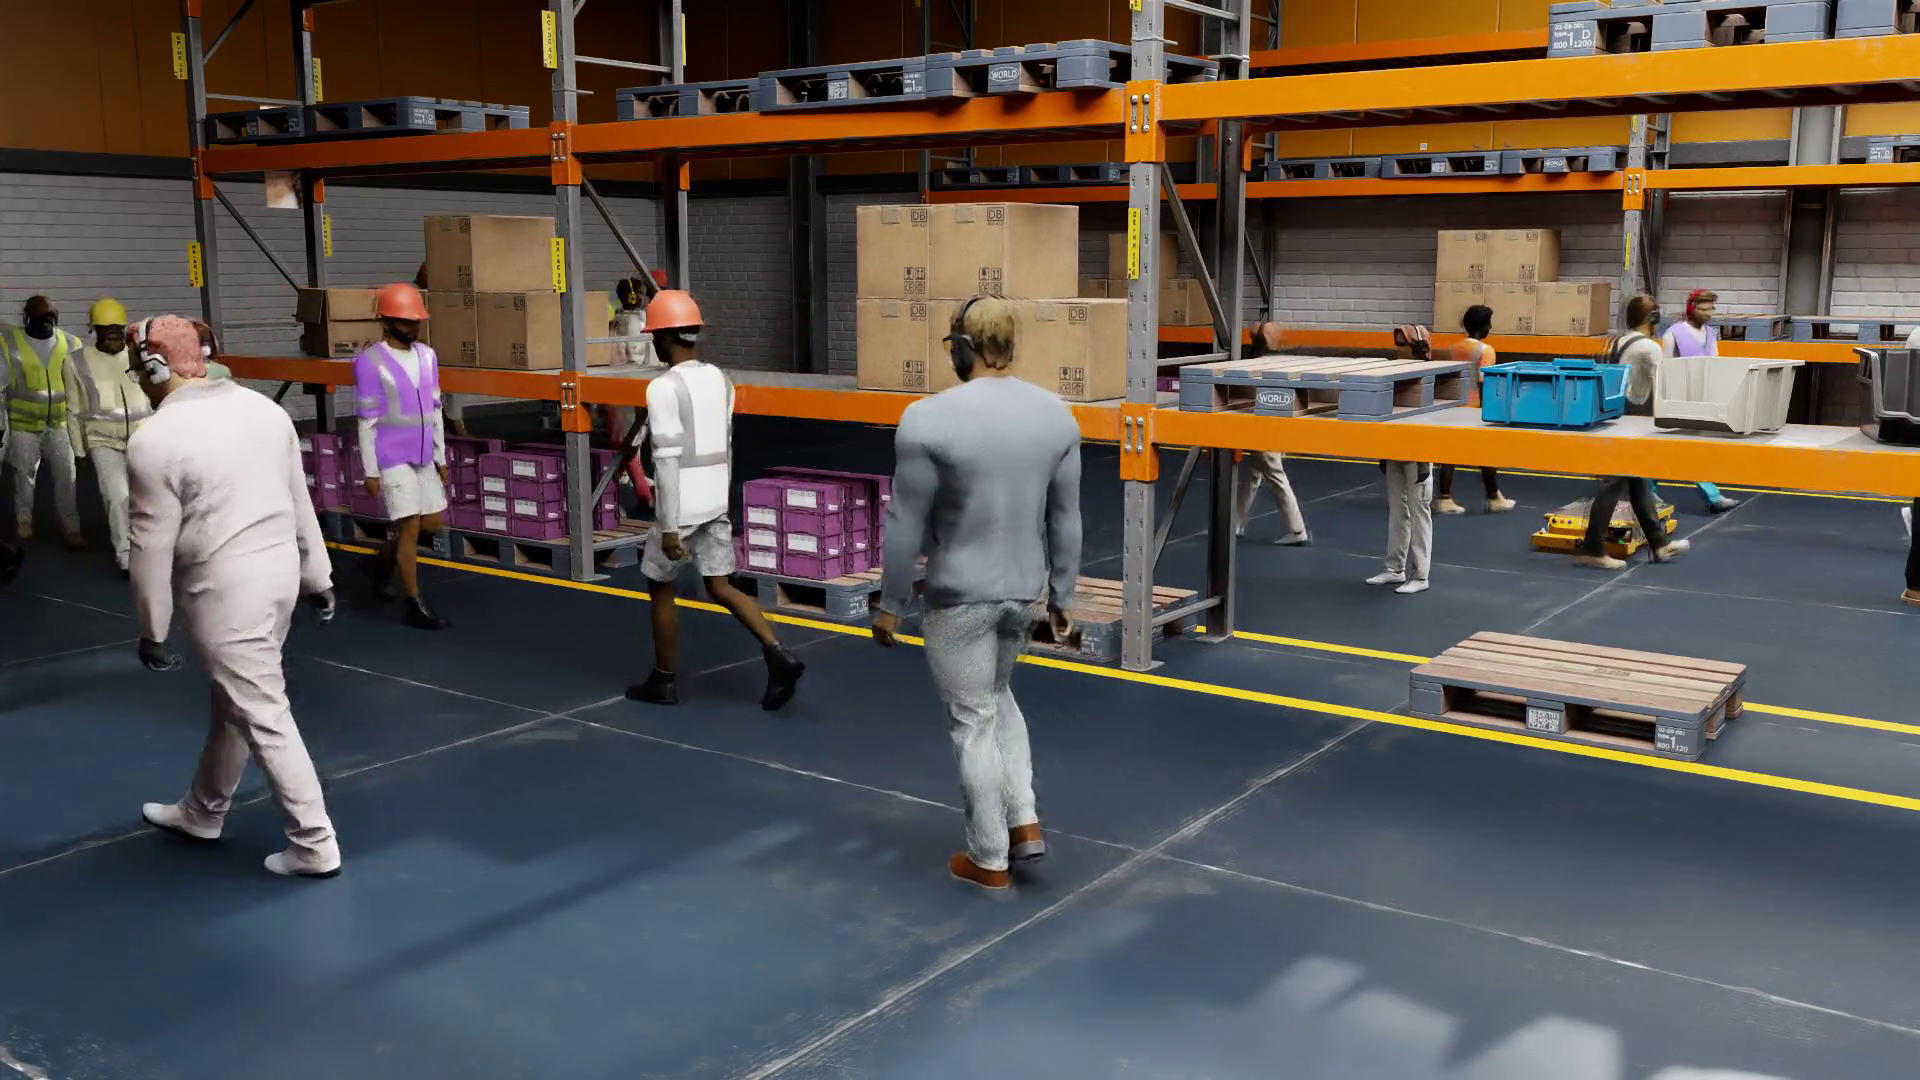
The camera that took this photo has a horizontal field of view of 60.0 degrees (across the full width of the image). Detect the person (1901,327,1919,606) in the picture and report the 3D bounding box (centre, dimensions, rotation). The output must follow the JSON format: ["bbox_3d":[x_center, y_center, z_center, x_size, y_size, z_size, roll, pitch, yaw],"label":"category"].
[{"bbox_3d":[5.846,-0.615,9.703,0.687,2.000,0.534,5,11,26],"label":"person"}]

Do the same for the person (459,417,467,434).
[{"bbox_3d":[-5.080,-1.643,16.115,1.024,1.928,0.646,0,10,1],"label":"person"}]

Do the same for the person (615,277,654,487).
[{"bbox_3d":[-2.952,-1.415,14.969,0.328,1.873,0.521,-7,12,-37],"label":"person"}]

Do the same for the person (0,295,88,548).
[{"bbox_3d":[-6.598,-0.856,11.921,0.662,1.791,0.980,-8,13,-41],"label":"person"}]

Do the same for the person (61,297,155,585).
[{"bbox_3d":[-5.384,-0.650,10.641,0.597,1.807,0.829,-8,13,-41],"label":"person"}]

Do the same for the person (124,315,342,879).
[{"bbox_3d":[-2.463,0.199,5.444,0.952,1.843,0.712,2,10,14],"label":"person"}]

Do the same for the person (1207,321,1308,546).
[{"bbox_3d":[2.168,-0.763,11.918,0.851,1.594,0.513,6,11,33],"label":"person"}]

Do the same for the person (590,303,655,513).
[{"bbox_3d":[-2.787,-1.070,13.418,0.923,1.696,0.557,6,11,32],"label":"person"}]

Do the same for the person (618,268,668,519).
[{"bbox_3d":[-2.403,-1.084,12.738,1.057,1.978,0.625,8,12,38],"label":"person"}]

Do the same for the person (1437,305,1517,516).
[{"bbox_3d":[4.128,-1.025,13.213,0.720,1.669,0.547,-4,10,-24],"label":"person"}]

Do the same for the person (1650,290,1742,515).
[{"bbox_3d":[5.877,-1.094,13.287,0.611,1.780,0.984,-8,12,-38],"label":"person"}]

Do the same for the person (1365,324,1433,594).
[{"bbox_3d":[2.740,-0.495,10.174,0.310,1.642,0.514,-3,10,-17],"label":"person"}]

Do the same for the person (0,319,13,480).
[{"bbox_3d":[-8.197,-1.206,13.917,0.620,1.810,0.864,-3,10,-18],"label":"person"}]

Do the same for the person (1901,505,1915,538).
[{"bbox_3d":[6.708,-0.766,11.037,0.597,1.894,0.700,-9,13,-42],"label":"person"}]

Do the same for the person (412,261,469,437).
[{"bbox_3d":[-4.485,-1.381,14.346,0.541,2.050,0.612,2,10,11],"label":"person"}]

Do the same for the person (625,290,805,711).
[{"bbox_3d":[-1.122,-0.157,7.412,0.886,1.906,0.569,5,11,29],"label":"person"}]

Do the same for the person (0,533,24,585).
[{"bbox_3d":[-6.119,-0.582,9.935,0.688,1.895,0.593,1,10,5],"label":"person"}]

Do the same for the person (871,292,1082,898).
[{"bbox_3d":[0.048,0.182,5.303,0.635,1.922,0.442,-7,12,-36],"label":"person"}]

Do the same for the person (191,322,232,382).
[{"bbox_3d":[-5.205,-0.679,11.337,0.512,1.614,0.594,-9,13,-44],"label":"person"}]

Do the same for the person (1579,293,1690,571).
[{"bbox_3d":[4.510,-0.694,10.861,0.908,1.796,0.658,0,10,-1],"label":"person"}]

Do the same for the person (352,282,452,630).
[{"bbox_3d":[-3.122,-0.464,9.179,0.649,1.916,0.552,5,11,26],"label":"person"}]

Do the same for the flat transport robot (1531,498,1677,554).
[{"bbox_3d":[4.663,-0.116,11.991,0.652,0.197,1.431,7,12,35],"label":"flat transport robot"}]
